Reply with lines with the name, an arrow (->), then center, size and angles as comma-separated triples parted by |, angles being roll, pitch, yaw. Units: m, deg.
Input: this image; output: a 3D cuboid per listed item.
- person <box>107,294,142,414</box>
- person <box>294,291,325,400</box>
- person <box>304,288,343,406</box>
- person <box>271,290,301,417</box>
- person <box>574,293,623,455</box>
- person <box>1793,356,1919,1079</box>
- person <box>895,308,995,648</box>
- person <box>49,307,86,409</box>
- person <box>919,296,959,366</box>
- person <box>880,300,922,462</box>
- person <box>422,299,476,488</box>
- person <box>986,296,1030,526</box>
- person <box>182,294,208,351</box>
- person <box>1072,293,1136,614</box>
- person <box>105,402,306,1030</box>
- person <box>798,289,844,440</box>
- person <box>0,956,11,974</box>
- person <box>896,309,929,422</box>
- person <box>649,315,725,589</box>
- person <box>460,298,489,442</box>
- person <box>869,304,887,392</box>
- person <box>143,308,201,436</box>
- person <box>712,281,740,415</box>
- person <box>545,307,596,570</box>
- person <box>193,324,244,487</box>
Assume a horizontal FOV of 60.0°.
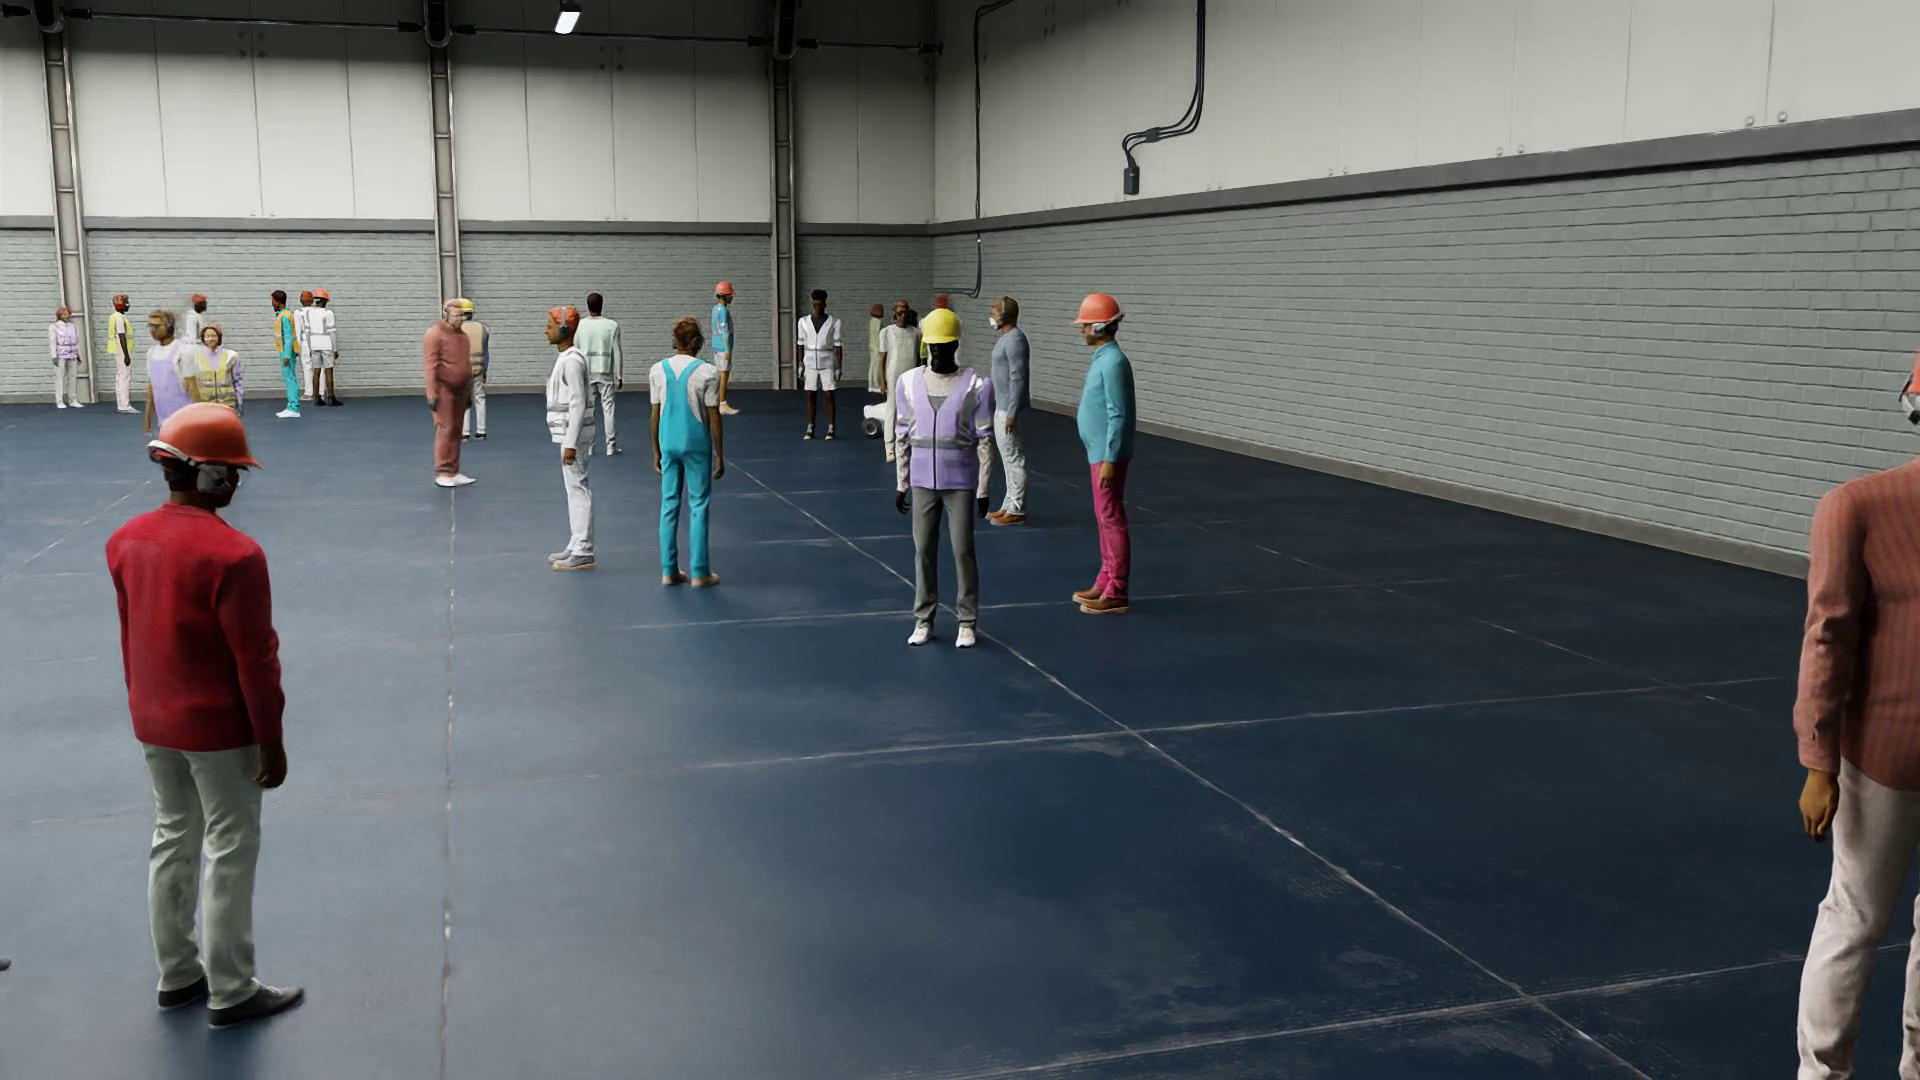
person -> -12.938, -2.861, 25.679 | 0.389, 1.846, 0.564 | -6, 11, -34
person -> -11.179, -3.337, 28.602 | 0.355, 1.882, 0.575 | 6, 11, 34
person -> -10.434, -3.149, 27.255 | 0.542, 1.929, 0.373 | 2, 9, 14
person -> -10.175, -2.810, 25.138 | 0.395, 1.915, 0.587 | -4, 10, -25
person -> -4.292, -1.962, 19.704 | 0.591, 1.922, 0.392 | 0, 9, -2
person -> 2.208, 0.498, 3.775 | 0.623, 1.991, 0.390 | -1, 9, -5
person -> -0.094, -0.339, 9.376 | 0.582, 1.919, 0.394 | 3, 9, 18
person -> -14.402, -2.933, 26.825 | 0.362, 1.632, 0.524 | 4, 10, 23
person -> -0.326, -2.536, 23.665 | 0.772, 1.843, 0.542 | 3, 9, 19
person -> -0.665, -1.811, 18.978 | 0.513, 1.845, 0.334 | -4, 10, -22
person -> -5.107, -1.471, 16.714 | 0.403, 1.885, 0.702 | 3, 10, 20
person -> 0.413, -1.086, 14.061 | 0.355, 1.936, 0.637 | -1, 9, -4
person -> -12.709, -3.163, 27.640 | 0.677, 1.834, 0.608 | -1, 9, -6
person -> 0.895, -0.535, 10.379 | 0.392, 1.991, 0.612 | 0, 9, 0
person -> -2.091, 0.487, 4.652 | 0.574, 1.742, 0.355 | 5, 10, 27
person -> -1.811, -2.272, 21.575 | 0.603, 1.958, 0.375 | 2, 9, 10
person -> -3.180, 0.491, 4.669 | 0.570, 1.727, 0.690 | 8, 12, 40
person -> -0.645, -2.069, 21.088 | 0.536, 1.699, 0.322 | 3, 9, 19
person -> -1.834, -0.584, 11.195 | 0.511, 1.837, 0.353 | 2, 9, 14
person -> -6.328, -2.179, 21.372 | 0.404, 1.833, 0.588 | 7, 11, 38
person -> -1.527, -3.529, 30.616 | 0.266, 1.631, 0.507 | -4, 10, -21
person -> -6.786, -1.053, 14.195 | 0.556, 1.826, 0.607 | 5, 10, 28
person -> -3.609, -2.943, 25.576 | 0.373, 2.042, 0.614 | -3, 10, -20
person -> -2.797, -0.724, 11.931 | 0.355, 1.883, 0.572 | -2, 9, -15
person -> -7.419, -1.333, 16.585 | 0.522, 1.639, 0.305 | -5, 10, -27
